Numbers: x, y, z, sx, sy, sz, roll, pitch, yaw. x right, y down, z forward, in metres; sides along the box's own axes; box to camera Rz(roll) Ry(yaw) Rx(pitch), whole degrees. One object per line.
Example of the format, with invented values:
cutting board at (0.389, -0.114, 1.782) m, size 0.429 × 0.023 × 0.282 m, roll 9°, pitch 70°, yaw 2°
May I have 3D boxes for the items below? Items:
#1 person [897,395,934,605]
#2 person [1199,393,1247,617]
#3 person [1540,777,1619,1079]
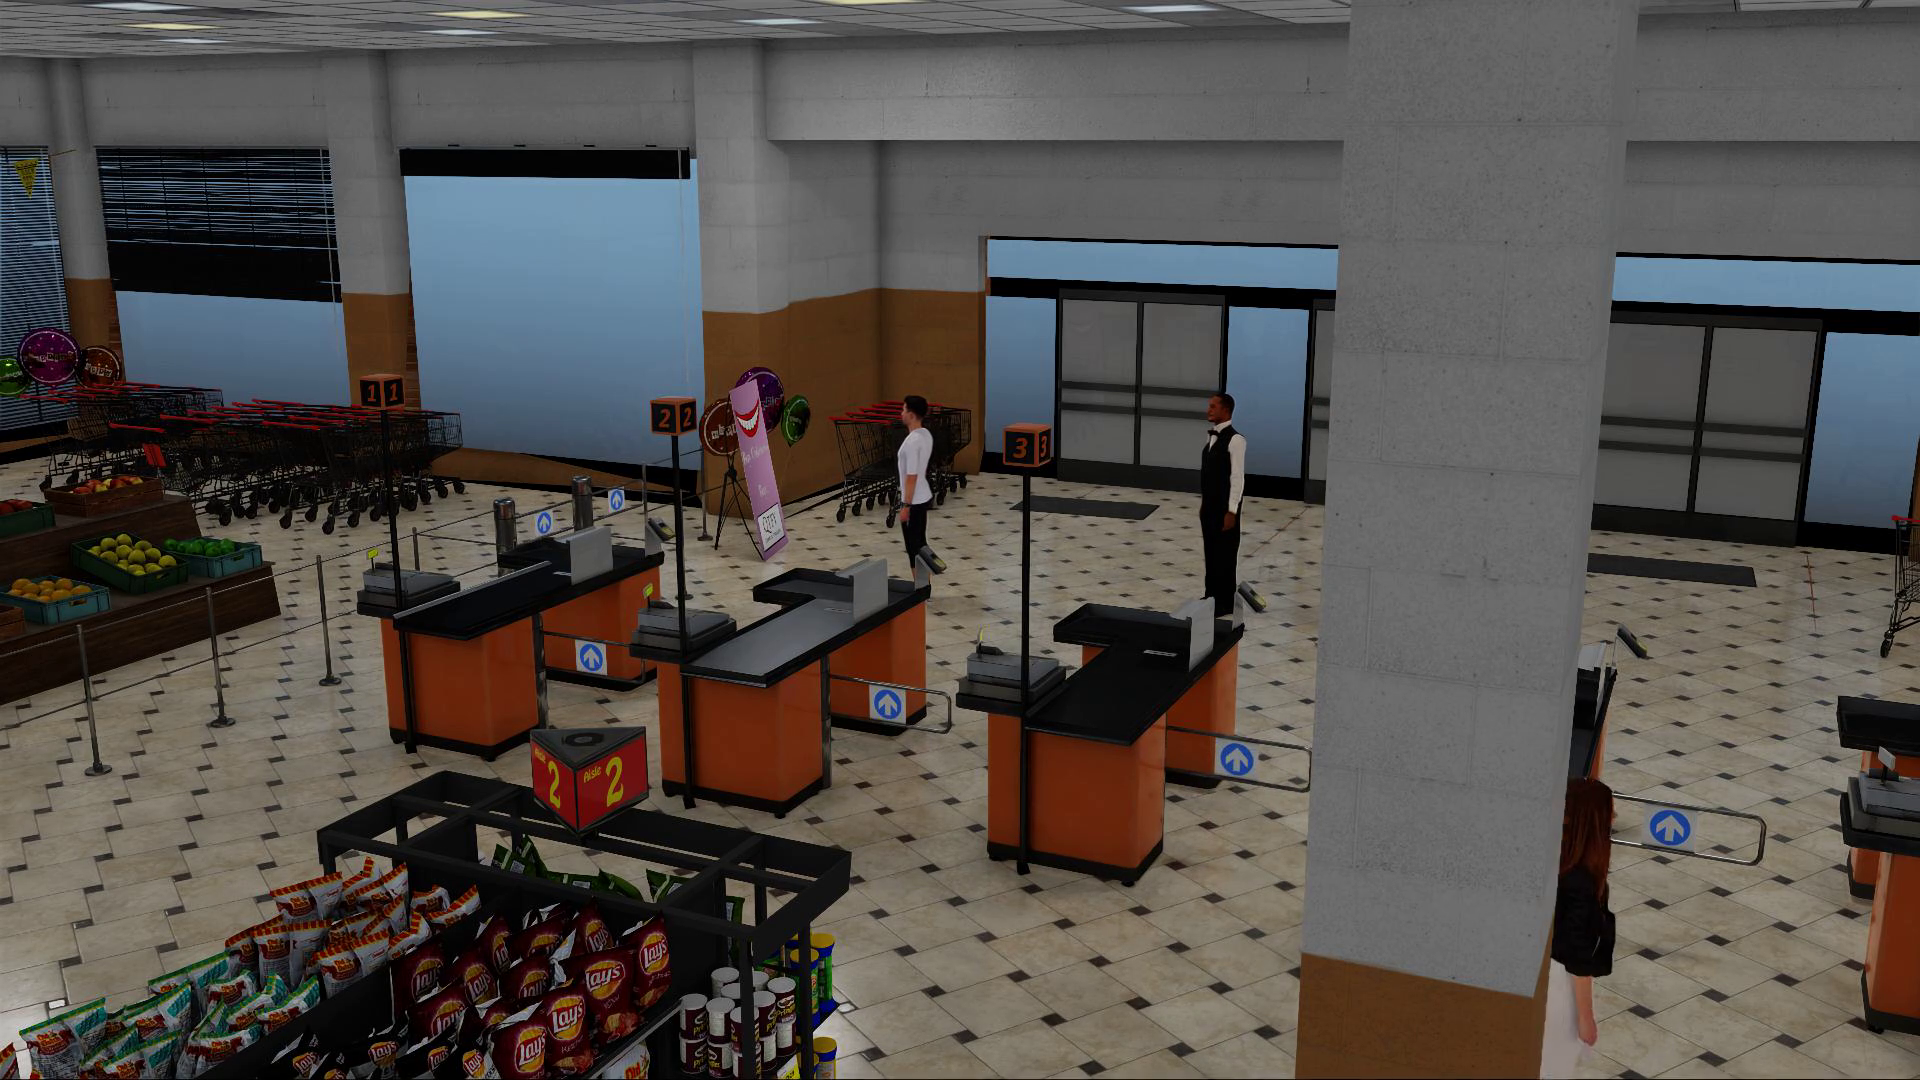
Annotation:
person at (-0.391, -0.358, 14.648) m, size 0.776 × 1.851 × 0.554 m, roll 3°, pitch 14°, yaw 14°
person at (2.251, -0.314, 14.327) m, size 0.825 × 1.918 × 0.769 m, roll -5°, pitch 15°, yaw -20°
person at (2.249, 1.713, 6.438) m, size 0.713 × 1.696 × 0.651 m, roll 3°, pitch 14°, yaw 12°
